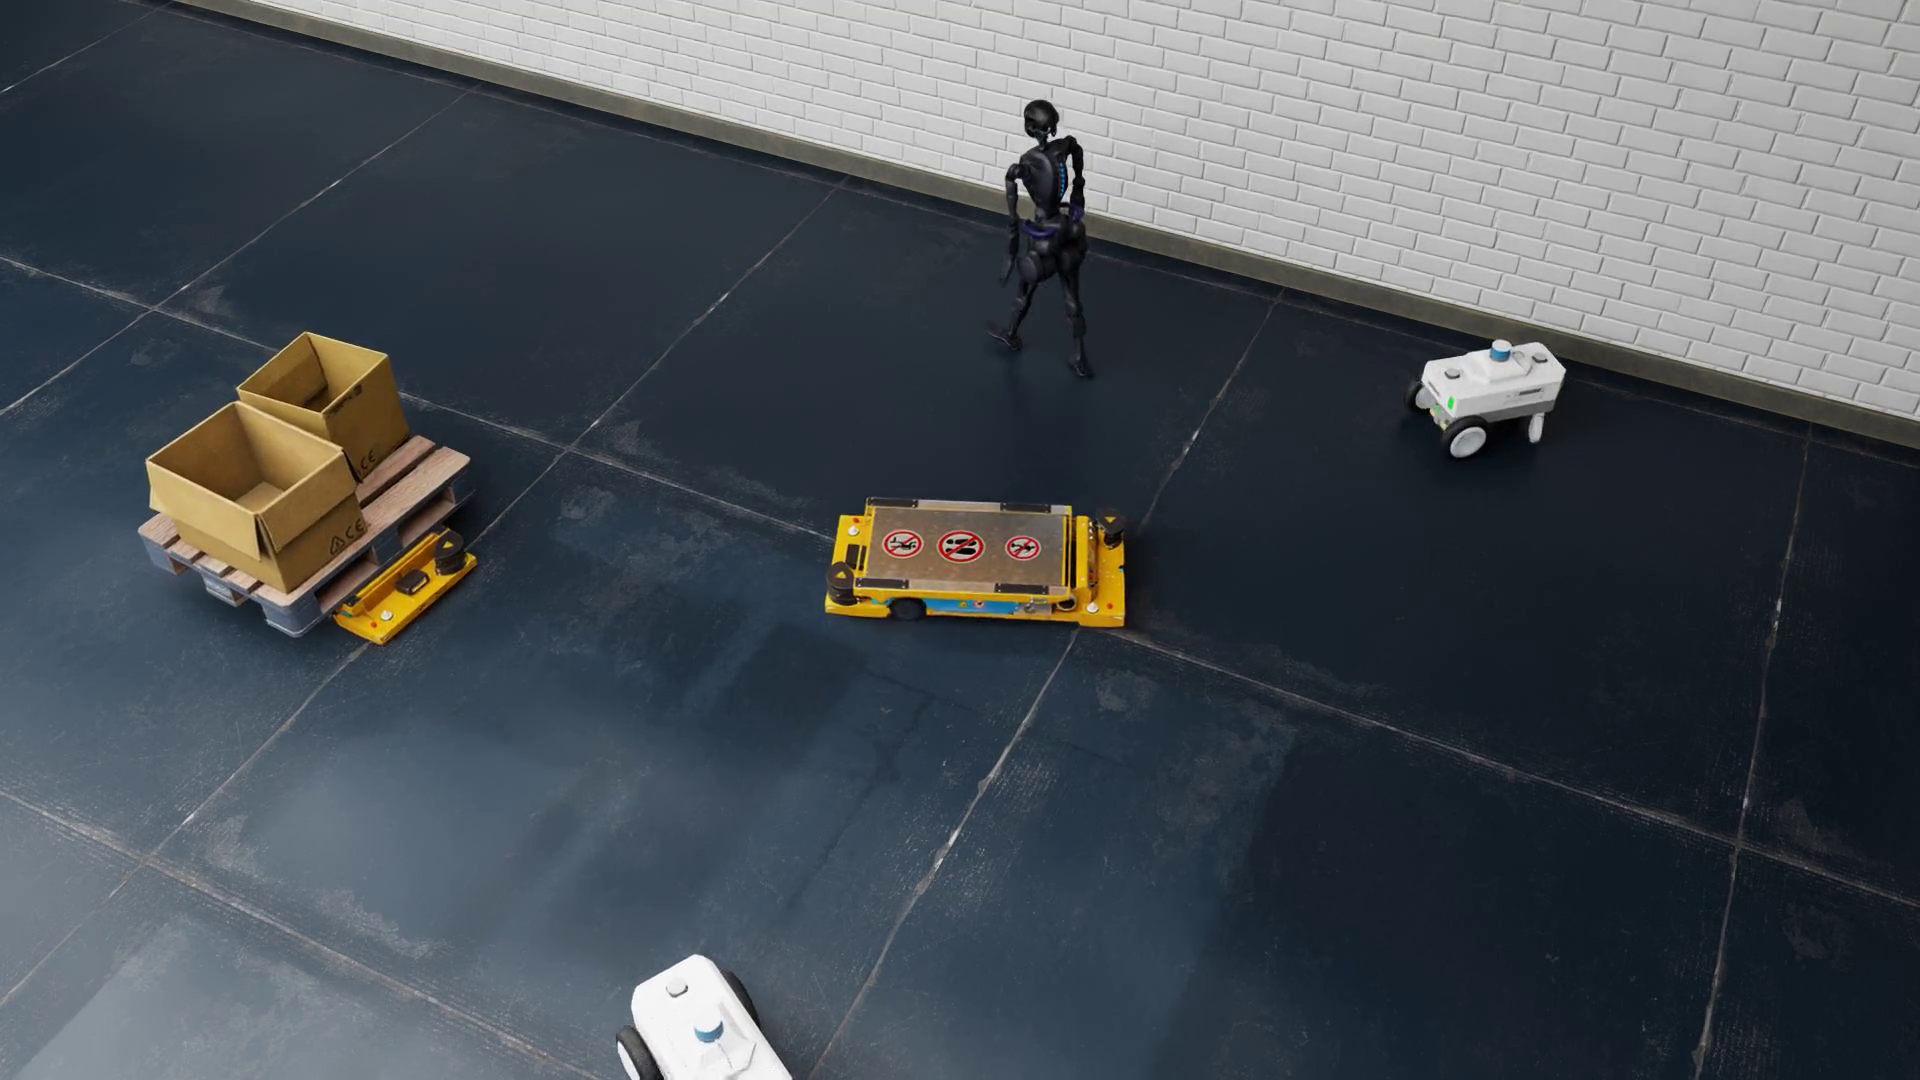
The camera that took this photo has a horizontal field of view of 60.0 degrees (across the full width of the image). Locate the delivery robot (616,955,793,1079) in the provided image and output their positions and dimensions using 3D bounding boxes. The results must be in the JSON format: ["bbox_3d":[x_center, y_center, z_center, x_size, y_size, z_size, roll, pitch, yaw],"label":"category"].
[{"bbox_3d":[-0.894,1.885,6.023,0.499,0.610,0.814,-25,49,-25],"label":"delivery robot"}]

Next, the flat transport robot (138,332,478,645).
[{"bbox_3d":[-3.164,0.014,8.240,1.431,0.231,0.659,22,47,22],"label":"flat transport robot"}]

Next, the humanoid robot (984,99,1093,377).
[{"bbox_3d":[0.449,-1.649,9.008,0.589,1.630,0.691,-31,51,-29],"label":"humanoid robot"}]

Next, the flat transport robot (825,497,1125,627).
[{"bbox_3d":[0.087,0.108,8.138,1.431,0.231,0.659,2,43,3],"label":"flat transport robot"}]

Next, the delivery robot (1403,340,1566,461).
[{"bbox_3d":[2.809,-0.783,8.899,0.779,0.608,0.525,-11,44,-12],"label":"delivery robot"}]
